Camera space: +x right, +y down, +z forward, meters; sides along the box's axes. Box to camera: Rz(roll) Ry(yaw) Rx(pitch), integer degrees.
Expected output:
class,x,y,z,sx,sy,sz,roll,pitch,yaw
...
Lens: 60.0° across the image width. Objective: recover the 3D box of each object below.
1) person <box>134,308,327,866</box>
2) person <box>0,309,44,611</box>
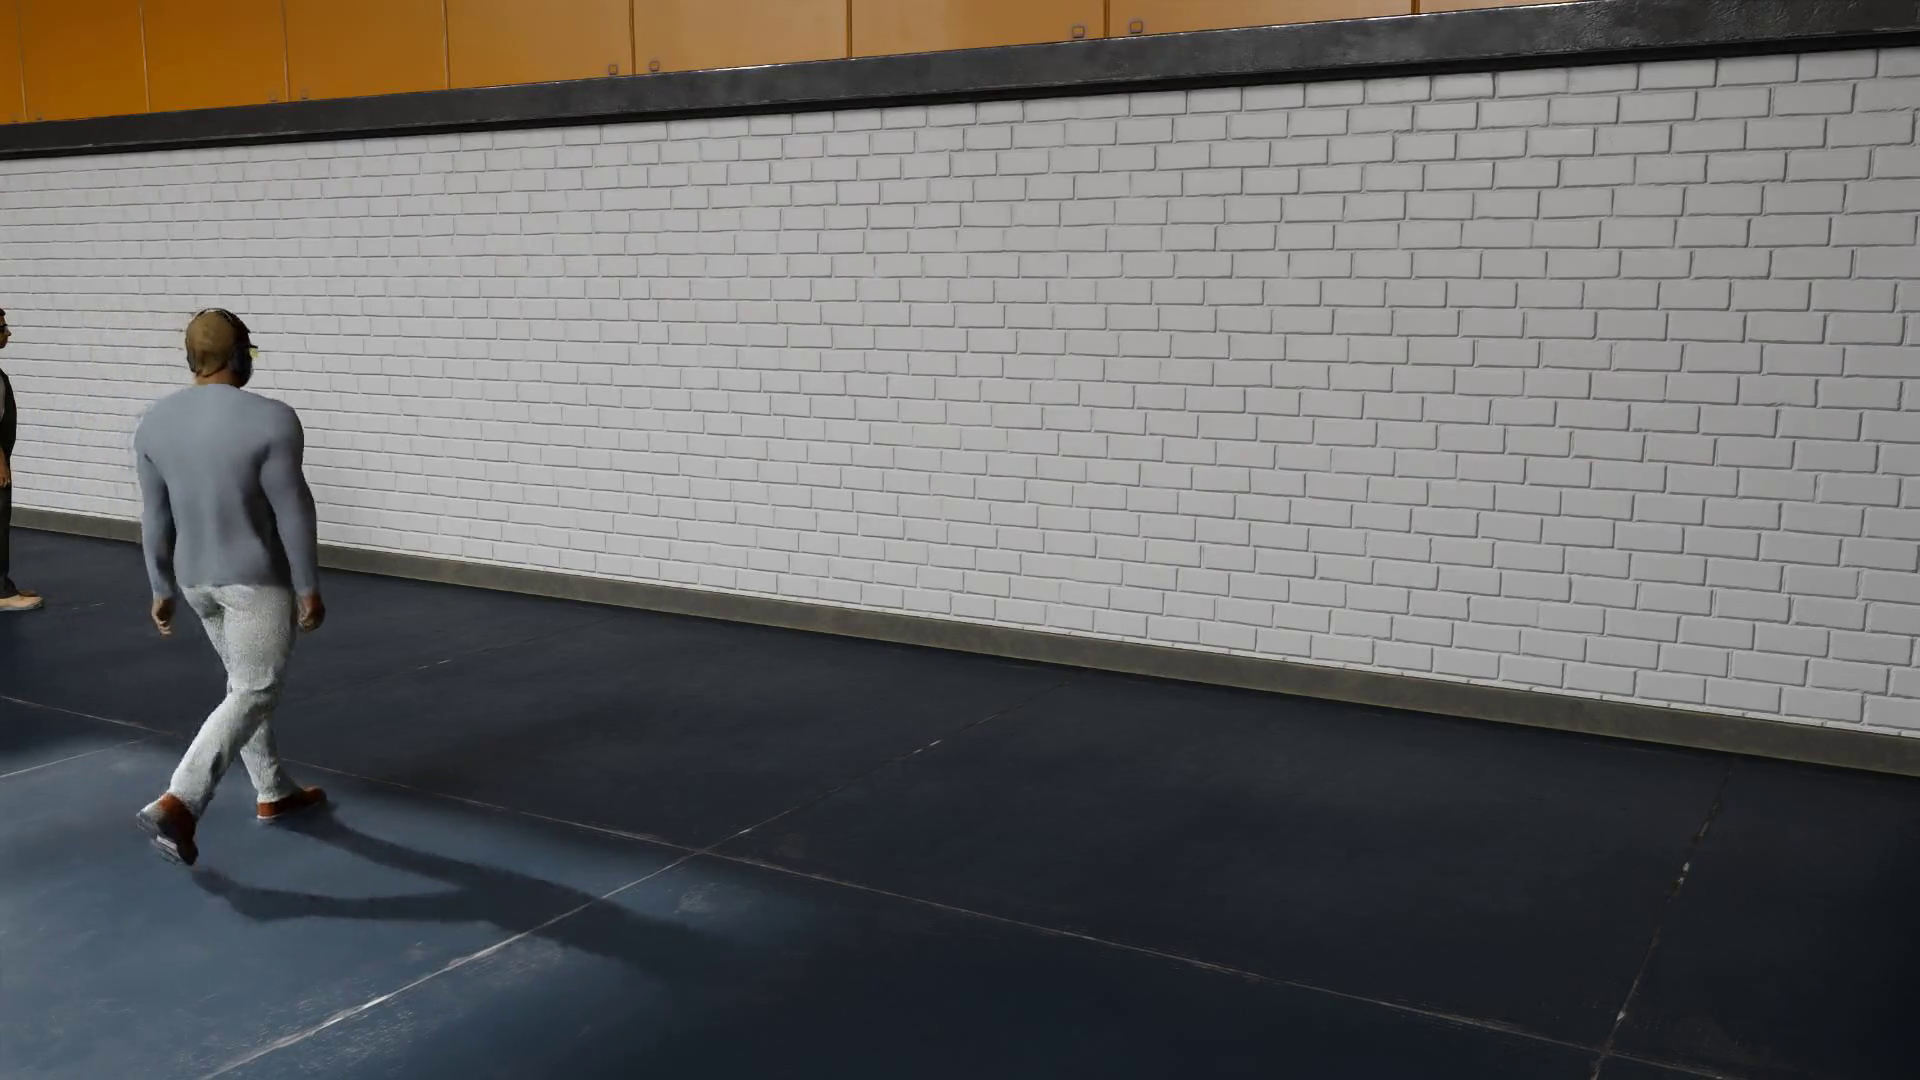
class,x,y,z,sx,sy,sz,roll,pitch,yaw
person,-2.572,0.151,5.792,0.635,1.914,0.899,3,10,19
person,-5.806,-0.494,10.015,0.345,1.846,0.508,-6,11,-34
